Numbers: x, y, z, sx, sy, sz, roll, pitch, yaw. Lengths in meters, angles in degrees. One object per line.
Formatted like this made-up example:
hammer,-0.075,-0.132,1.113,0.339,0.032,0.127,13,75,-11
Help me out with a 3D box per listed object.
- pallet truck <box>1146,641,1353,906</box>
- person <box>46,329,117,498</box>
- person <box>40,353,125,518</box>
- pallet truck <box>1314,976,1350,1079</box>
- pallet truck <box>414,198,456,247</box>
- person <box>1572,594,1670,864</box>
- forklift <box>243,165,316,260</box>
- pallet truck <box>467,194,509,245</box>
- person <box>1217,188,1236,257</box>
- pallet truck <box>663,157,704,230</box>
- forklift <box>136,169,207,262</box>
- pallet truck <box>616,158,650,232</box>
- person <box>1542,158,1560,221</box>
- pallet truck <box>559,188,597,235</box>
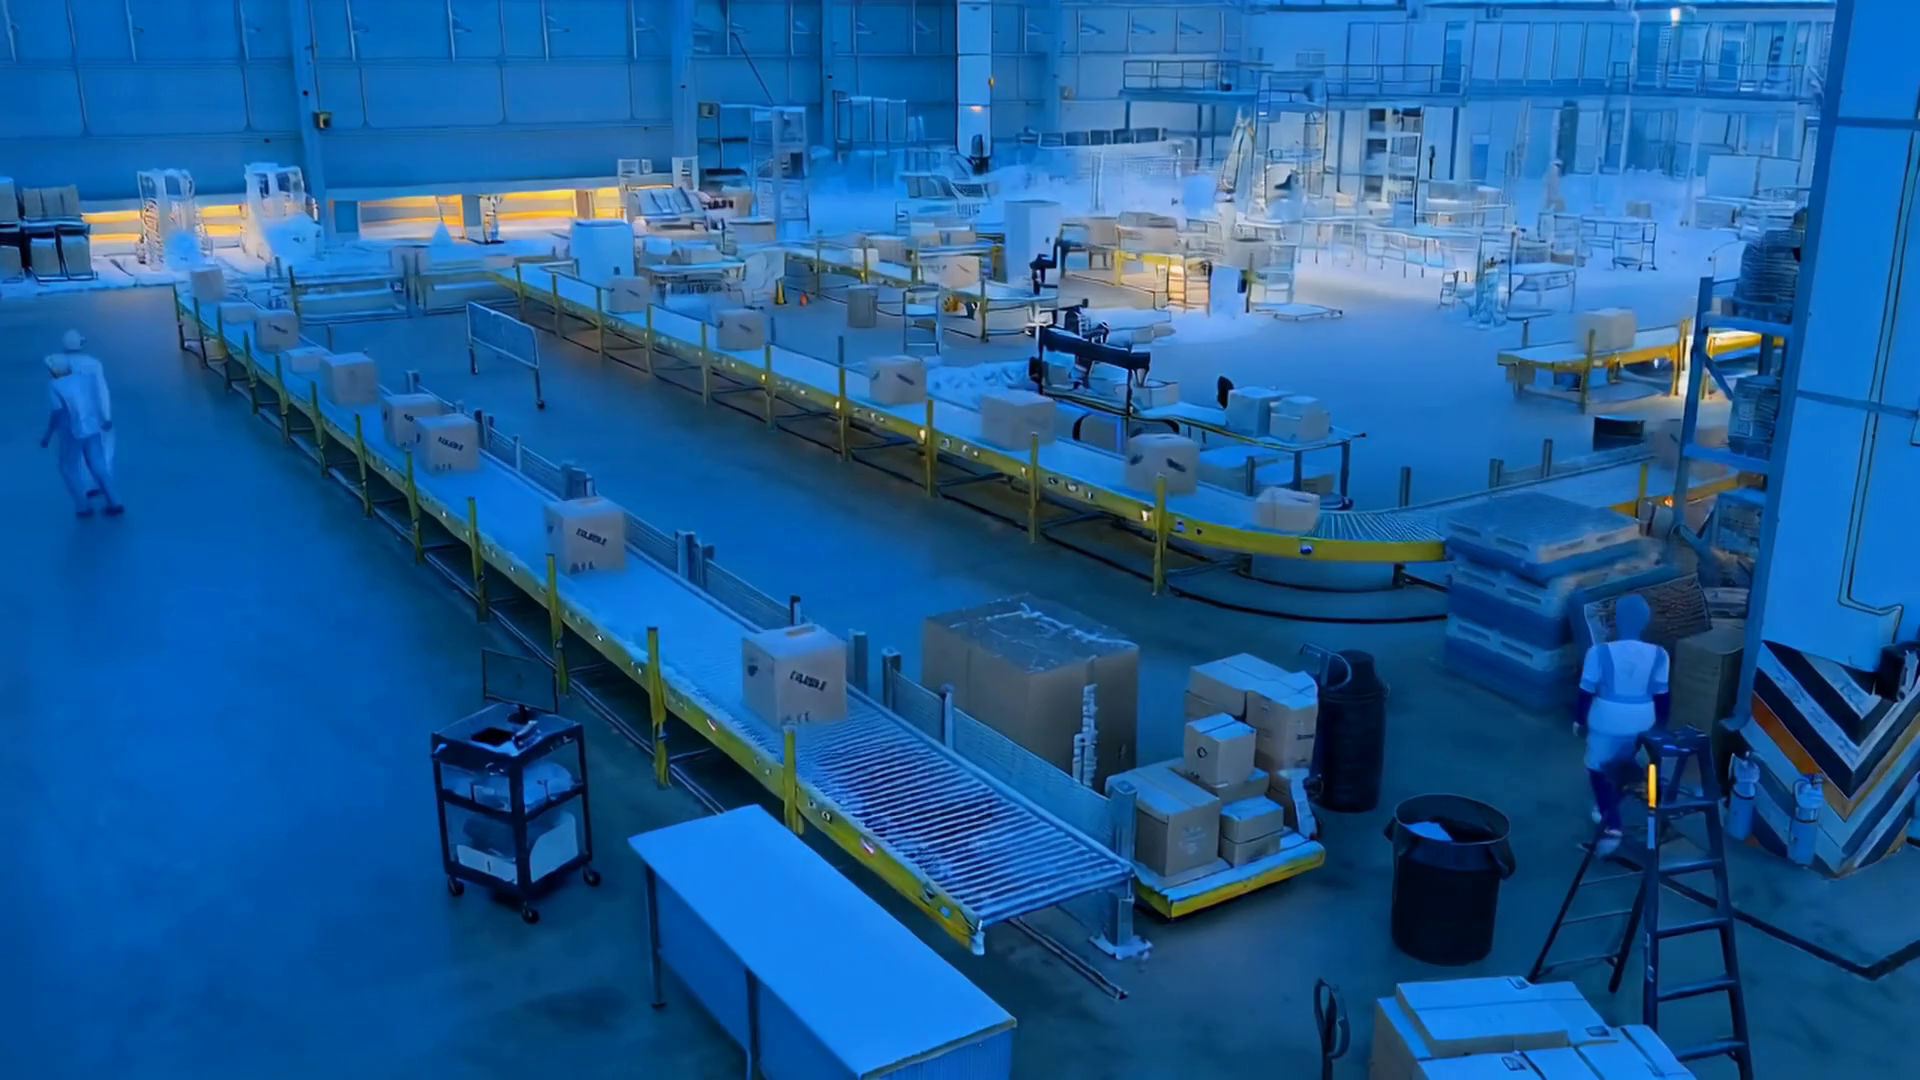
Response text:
pallet truck,1.664,1.407,10.232,1.630,1.274,0.653,-10,20,-31
person,-9.779,-1.410,18.590,0.669,1.889,0.443,1,17,2
person,-9.377,-1.089,17.694,0.592,1.797,0.588,3,17,11
pallet truck,2.299,2.390,7.086,1.601,1.201,0.680,-2,17,-7
pallet truck,-13.250,-8.060,41.856,0.680,1.201,1.601,-10,20,-31
person,4.140,1.168,10.394,0.548,1.668,0.797,0,17,0
forklift,-15.898,-7.669,38.708,1.157,1.987,2.680,-11,20,-33
pallet truck,-11.983,-8.177,42.137,0.704,1.261,1.522,-11,20,-33
person,5.836,-6.844,36.756,0.518,1.855,0.600,-12,20,-34
pallet truck,-7.586,-9.308,44.692,0.823,1.965,1.885,-11,20,-33
forklift,-17.842,-7.318,37.559,1.157,1.987,2.680,-10,20,-31
pallet truck,-8.918,-9.176,44.255,0.823,1.965,1.885,-9,19,-27
person,16.809,-9.945,47.211,0.329,1.765,0.533,-8,18,-24
pallet truck,-10.010,-8.652,43.699,0.653,1.274,1.630,-10,20,-31
